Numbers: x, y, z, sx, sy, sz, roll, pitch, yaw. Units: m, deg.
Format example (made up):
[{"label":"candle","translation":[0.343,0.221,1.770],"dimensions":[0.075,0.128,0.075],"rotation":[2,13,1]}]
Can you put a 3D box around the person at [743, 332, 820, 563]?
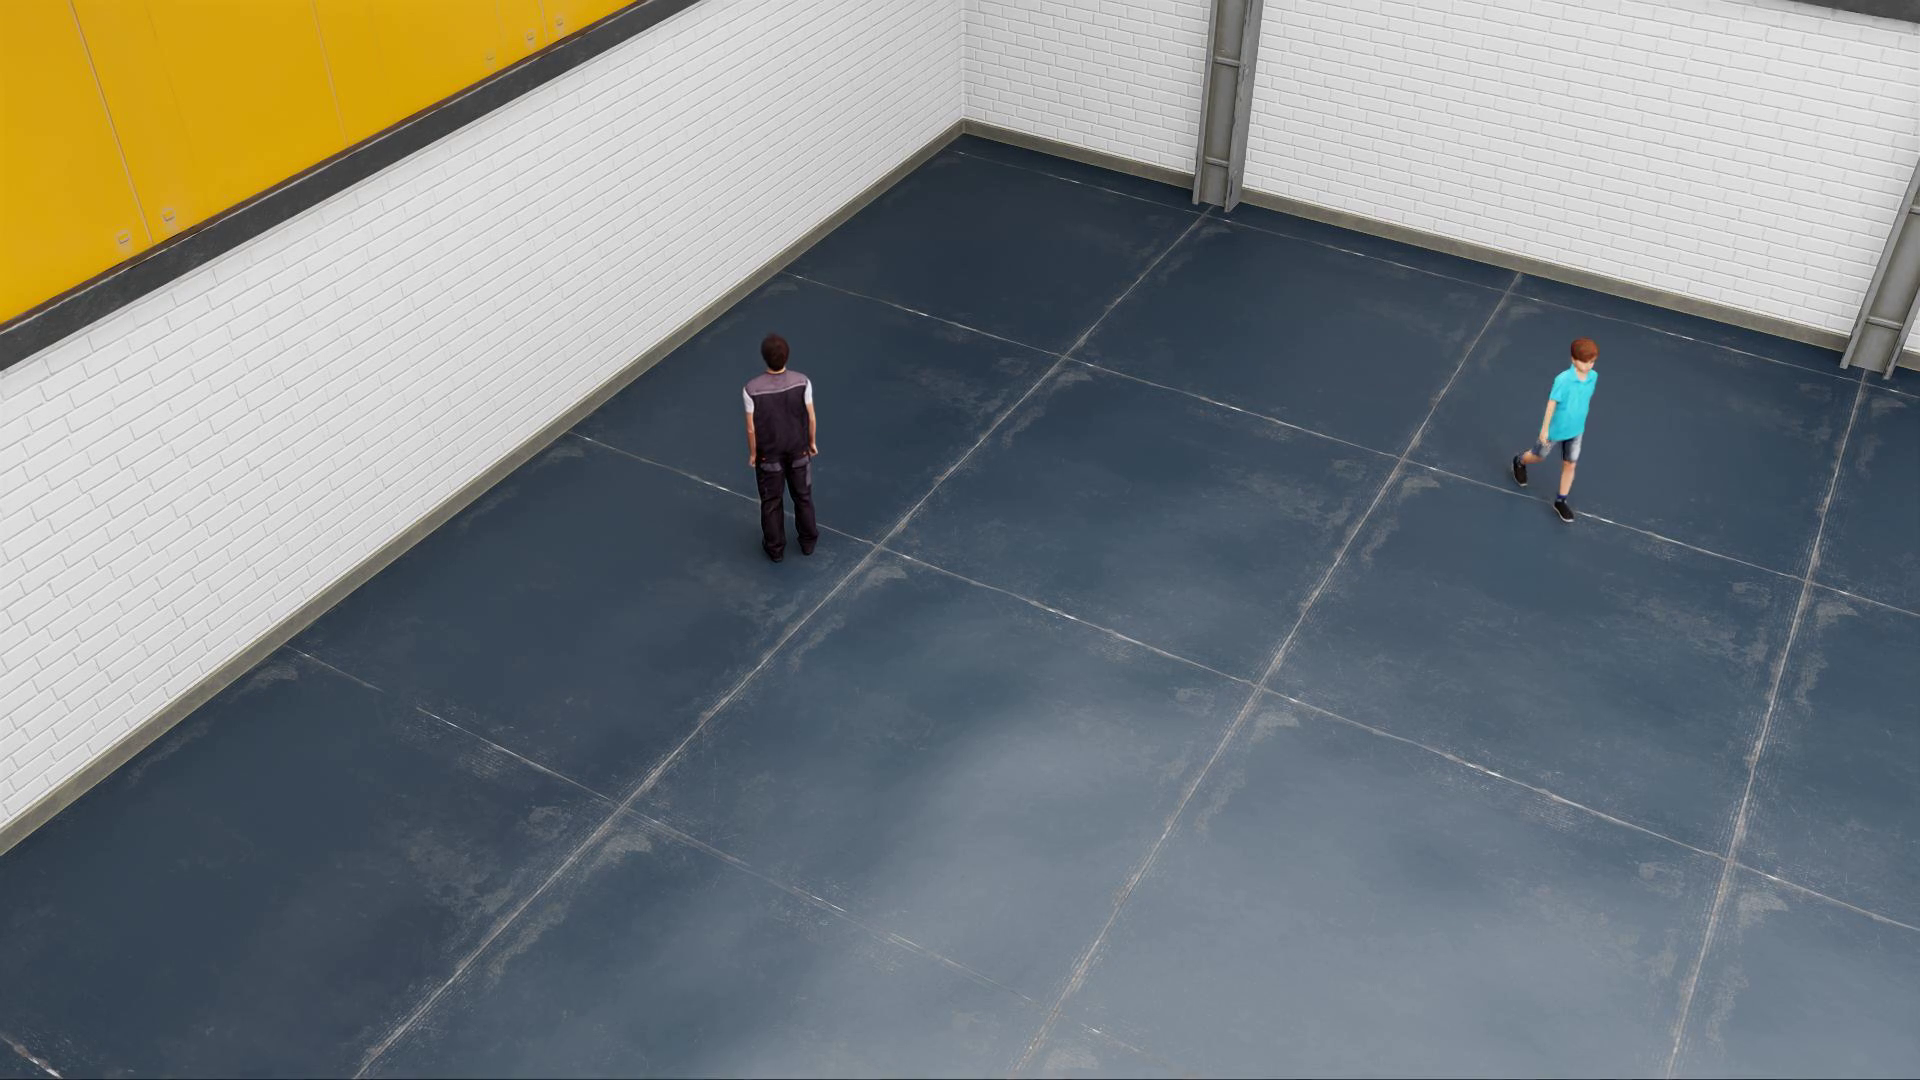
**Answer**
[{"label":"person","translation":[-1.244,-0.643,11.654],"dimensions":[0.731,1.849,0.785],"rotation":[-10,40,-13]}]

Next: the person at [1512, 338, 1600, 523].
[{"label":"person","translation":[4.428,-0.892,12.304],"dimensions":[0.924,1.427,0.974],"rotation":[-8,39,-10]}]
